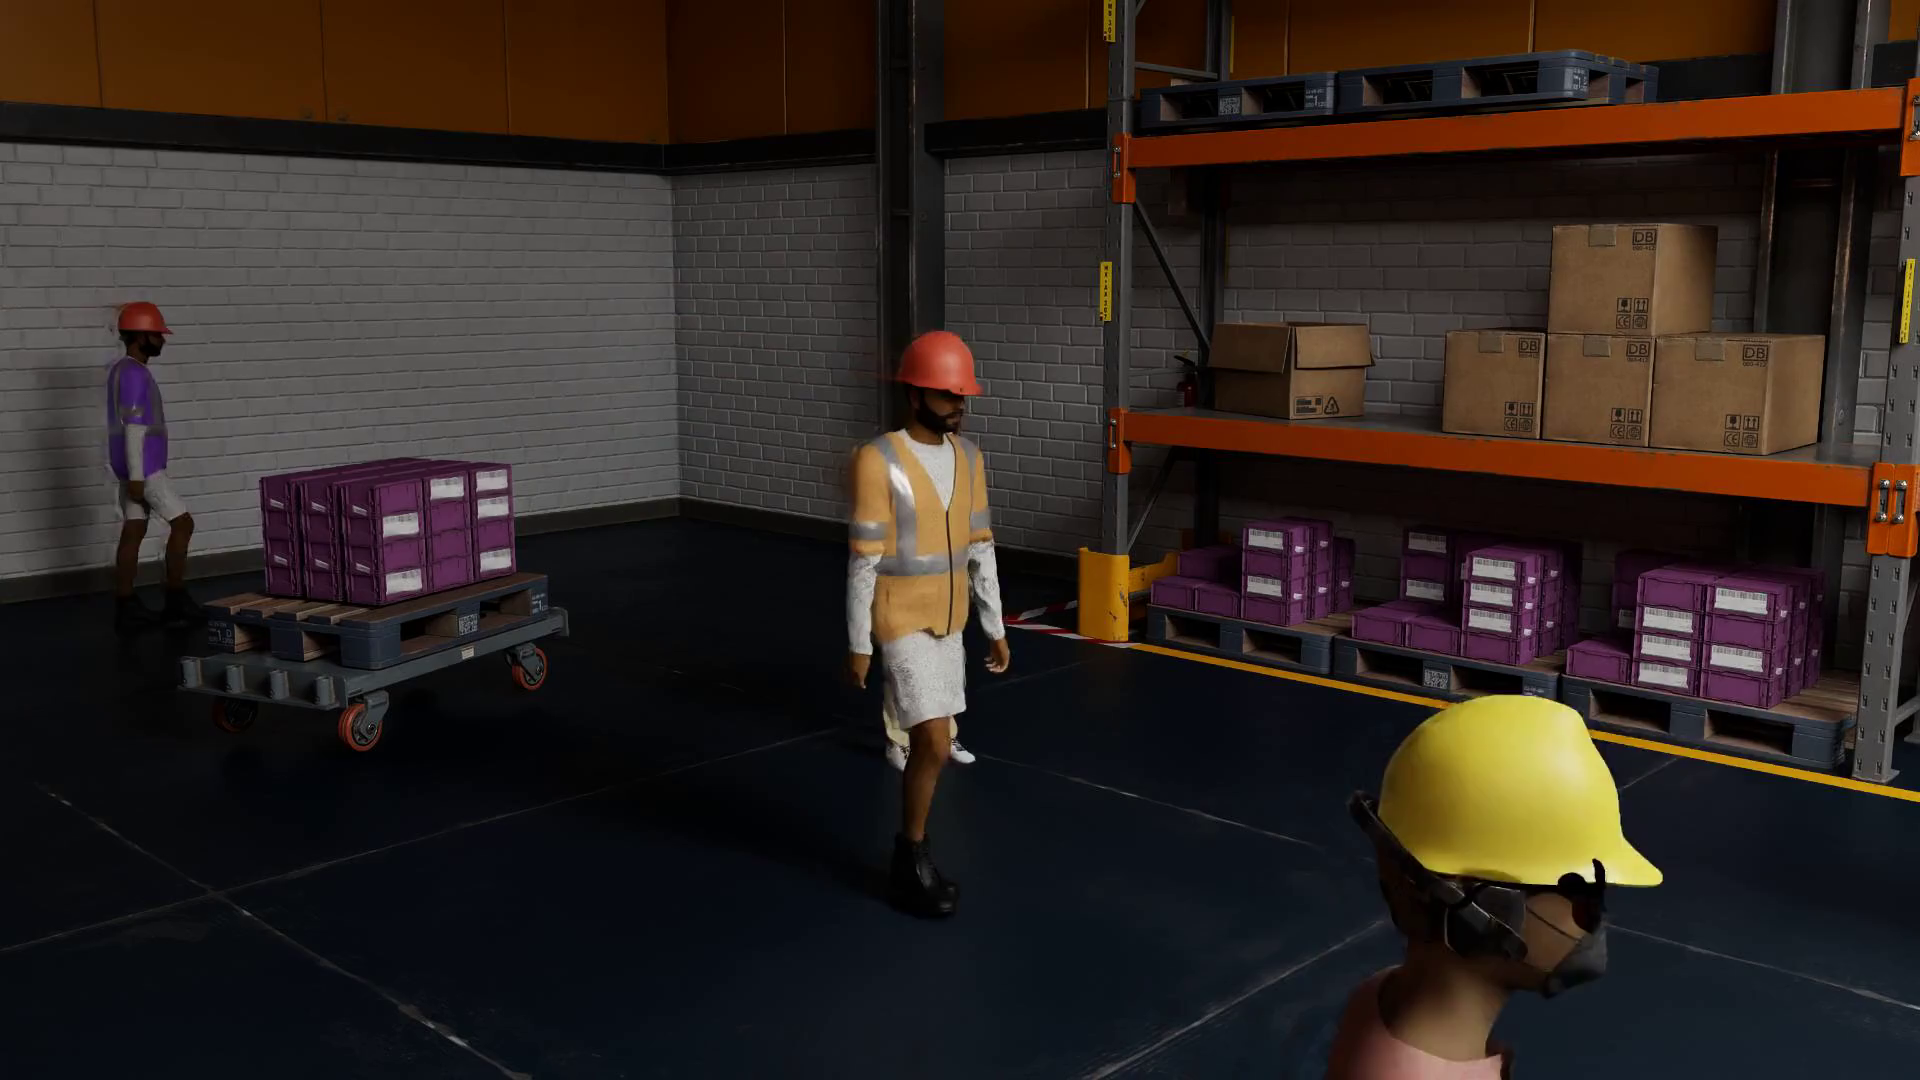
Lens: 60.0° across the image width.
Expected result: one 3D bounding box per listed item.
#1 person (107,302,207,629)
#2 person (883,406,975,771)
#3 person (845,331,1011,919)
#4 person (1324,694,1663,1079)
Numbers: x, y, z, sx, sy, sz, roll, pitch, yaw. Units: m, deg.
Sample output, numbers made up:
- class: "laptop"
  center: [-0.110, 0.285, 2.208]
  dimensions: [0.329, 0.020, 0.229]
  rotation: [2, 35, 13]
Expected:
- class: "person"
  center: [-4.734, -0.438, 9.843]
  dimensions: [0.696, 1.916, 0.557]
  rotation: [-6, 11, -32]
- class: "person"
  center: [-0.134, 0.167, 7.055]
  dimensions: [0.504, 1.633, 0.293]
  rotation: [-7, 11, -36]
- class: "person"
  center: [-0.071, 0.283, 5.434]
  dimensions: [0.568, 1.917, 0.562]
  rotation: [9, 13, 43]
- class: "person"
  center: [0.379, 0.992, 1.706]
  dimensions: [0.905, 1.724, 0.519]
  rotation: [3, 10, 18]
